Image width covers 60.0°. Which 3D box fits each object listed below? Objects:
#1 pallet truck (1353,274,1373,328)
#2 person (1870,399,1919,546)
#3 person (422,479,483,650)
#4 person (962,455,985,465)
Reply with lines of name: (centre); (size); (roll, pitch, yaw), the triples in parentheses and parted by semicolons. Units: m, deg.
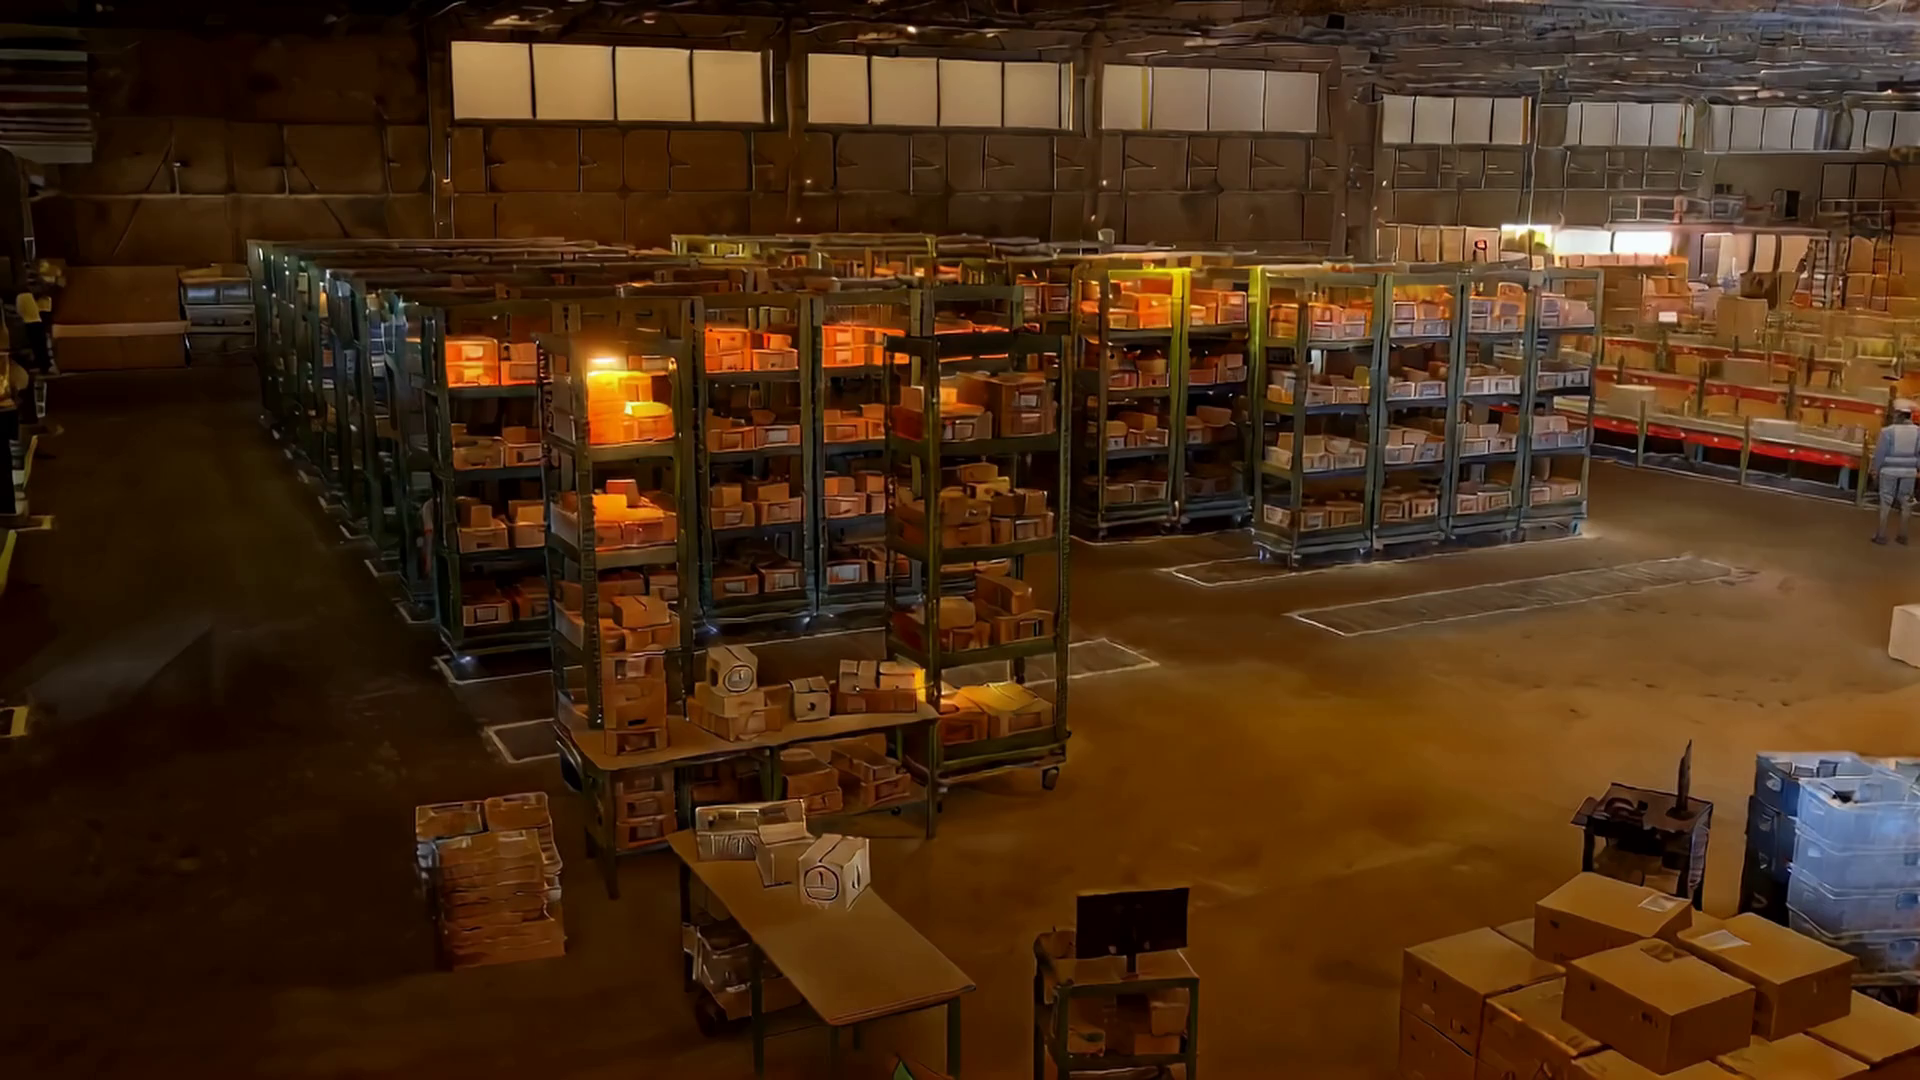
pallet truck: (13.011, -8.050, 55.243); (0.823, 1.965, 1.885); (-7, 14, -28)
person: (12.319, -0.884, 21.862); (0.602, 1.938, 0.401); (1, 12, 7)
person: (-5.206, 0.187, 17.071); (0.573, 1.843, 0.374); (-9, 15, -36)
person: (0.230, -0.926, 22.318); (0.404, 1.829, 0.591); (-1, 12, -6)
